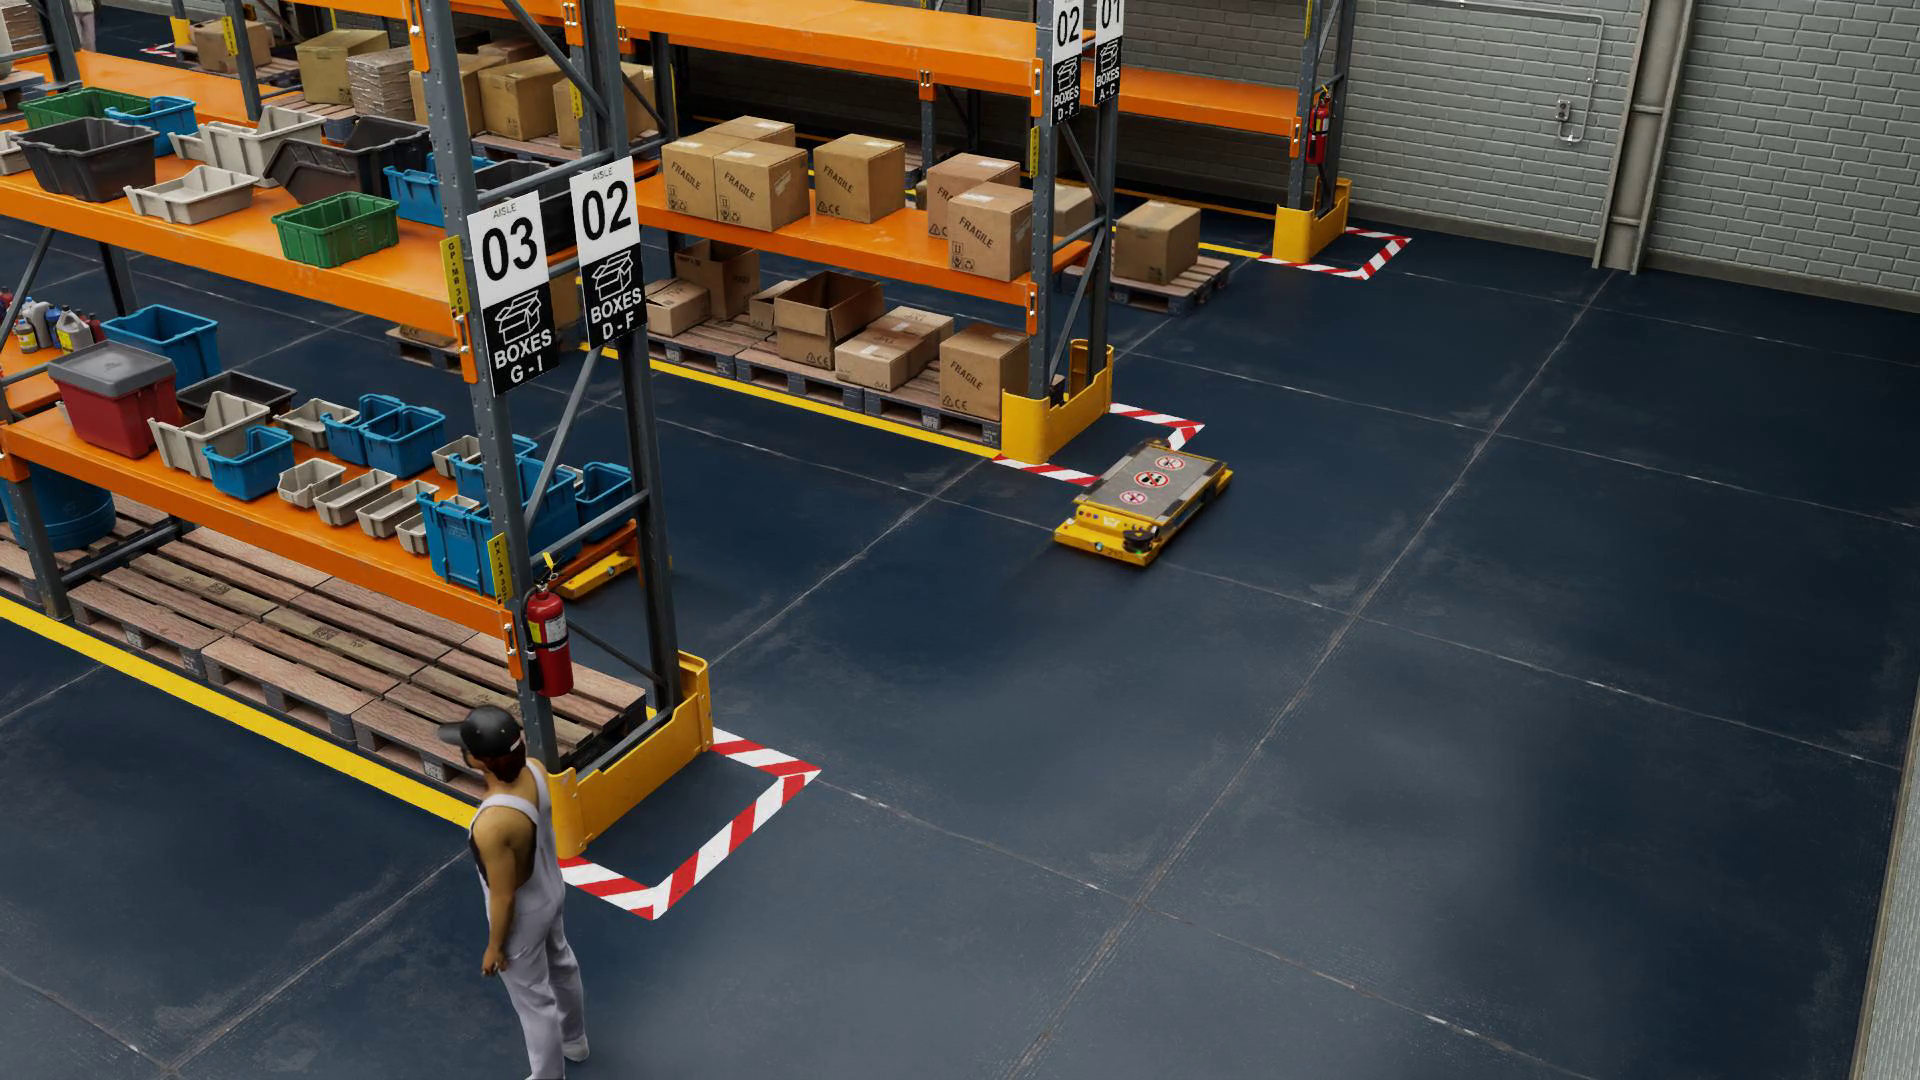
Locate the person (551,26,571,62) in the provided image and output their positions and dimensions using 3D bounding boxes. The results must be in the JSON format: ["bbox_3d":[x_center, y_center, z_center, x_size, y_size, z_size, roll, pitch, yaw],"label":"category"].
[{"bbox_3d":[-3.975,-4.419,17.103,0.534,1.689,0.320,16,33,27],"label":"person"}]

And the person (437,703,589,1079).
[{"bbox_3d":[-1.729,1.417,6.454,0.376,1.863,0.510,5,29,9],"label":"person"}]

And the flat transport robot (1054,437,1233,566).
[{"bbox_3d":[1.252,-0.276,11.128,0.659,0.231,1.431,16,33,27],"label":"flat transport robot"}]

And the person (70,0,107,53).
[{"bbox_3d":[-11.014,-6.573,20.830,0.557,1.823,0.603,-22,36,-34],"label":"person"}]

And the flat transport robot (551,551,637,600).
[{"bbox_3d":[-2.748,-0.029,10.685,1.431,0.231,0.659,19,34,30],"label":"flat transport robot"}]
